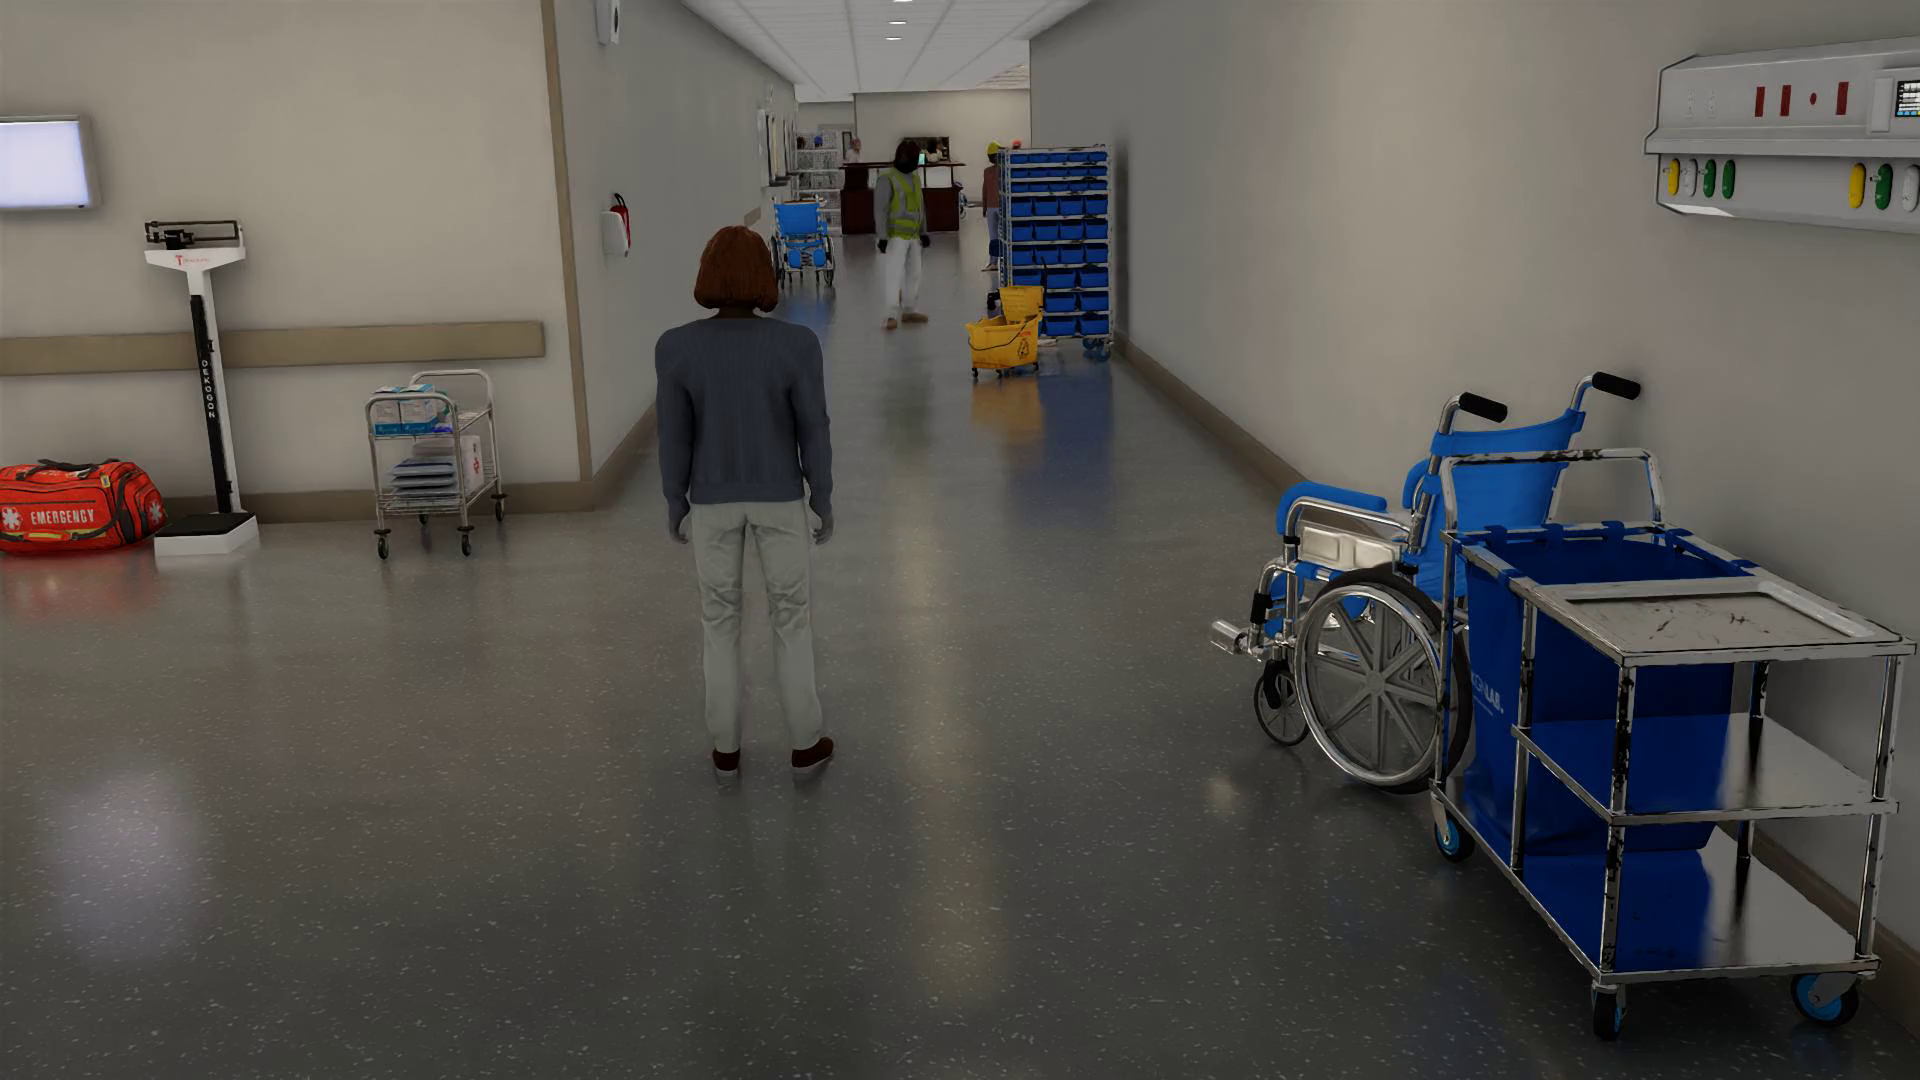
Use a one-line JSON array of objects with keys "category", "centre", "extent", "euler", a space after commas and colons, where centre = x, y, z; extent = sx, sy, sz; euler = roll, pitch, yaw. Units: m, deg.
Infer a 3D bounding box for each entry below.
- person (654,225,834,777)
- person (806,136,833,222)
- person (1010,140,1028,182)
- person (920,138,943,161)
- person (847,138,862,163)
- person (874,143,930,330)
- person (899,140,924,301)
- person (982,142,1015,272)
[{"category": "person", "centre": [-0.624, -0.101, 4.920], "extent": [0.507, 1.632, 0.267], "euler": [-1, 14, 1]}, {"category": "person", "centre": [-3.192, -8.217, 37.949], "extent": [0.605, 1.939, 0.420], "euler": [-1, 14, 3]}, {"category": "person", "centre": [1.335, -8.584, 39.344], "extent": [0.572, 1.734, 0.480], "euler": [4, 15, 21]}, {"category": "person", "centre": [-0.624, -8.191, 37.756], "extent": [0.626, 1.838, 0.430], "euler": [-9, 15, -28]}, {"category": "person", "centre": [-2.586, -8.811, 40.467], "extent": [0.654, 1.866, 0.663], "euler": [2, 14, 13]}, {"category": "person", "centre": [-0.590, -3.031, 16.614], "extent": [0.432, 1.813, 0.866], "euler": [6, 16, 29]}, {"category": "person", "centre": [-0.649, -3.694, 19.296], "extent": [0.477, 1.831, 0.654], "euler": [-3, 14, -7]}, {"category": "person", "centre": [0.514, -4.589, 22.959], "extent": [0.534, 1.767, 0.317], "euler": [10, 18, 39]}]
